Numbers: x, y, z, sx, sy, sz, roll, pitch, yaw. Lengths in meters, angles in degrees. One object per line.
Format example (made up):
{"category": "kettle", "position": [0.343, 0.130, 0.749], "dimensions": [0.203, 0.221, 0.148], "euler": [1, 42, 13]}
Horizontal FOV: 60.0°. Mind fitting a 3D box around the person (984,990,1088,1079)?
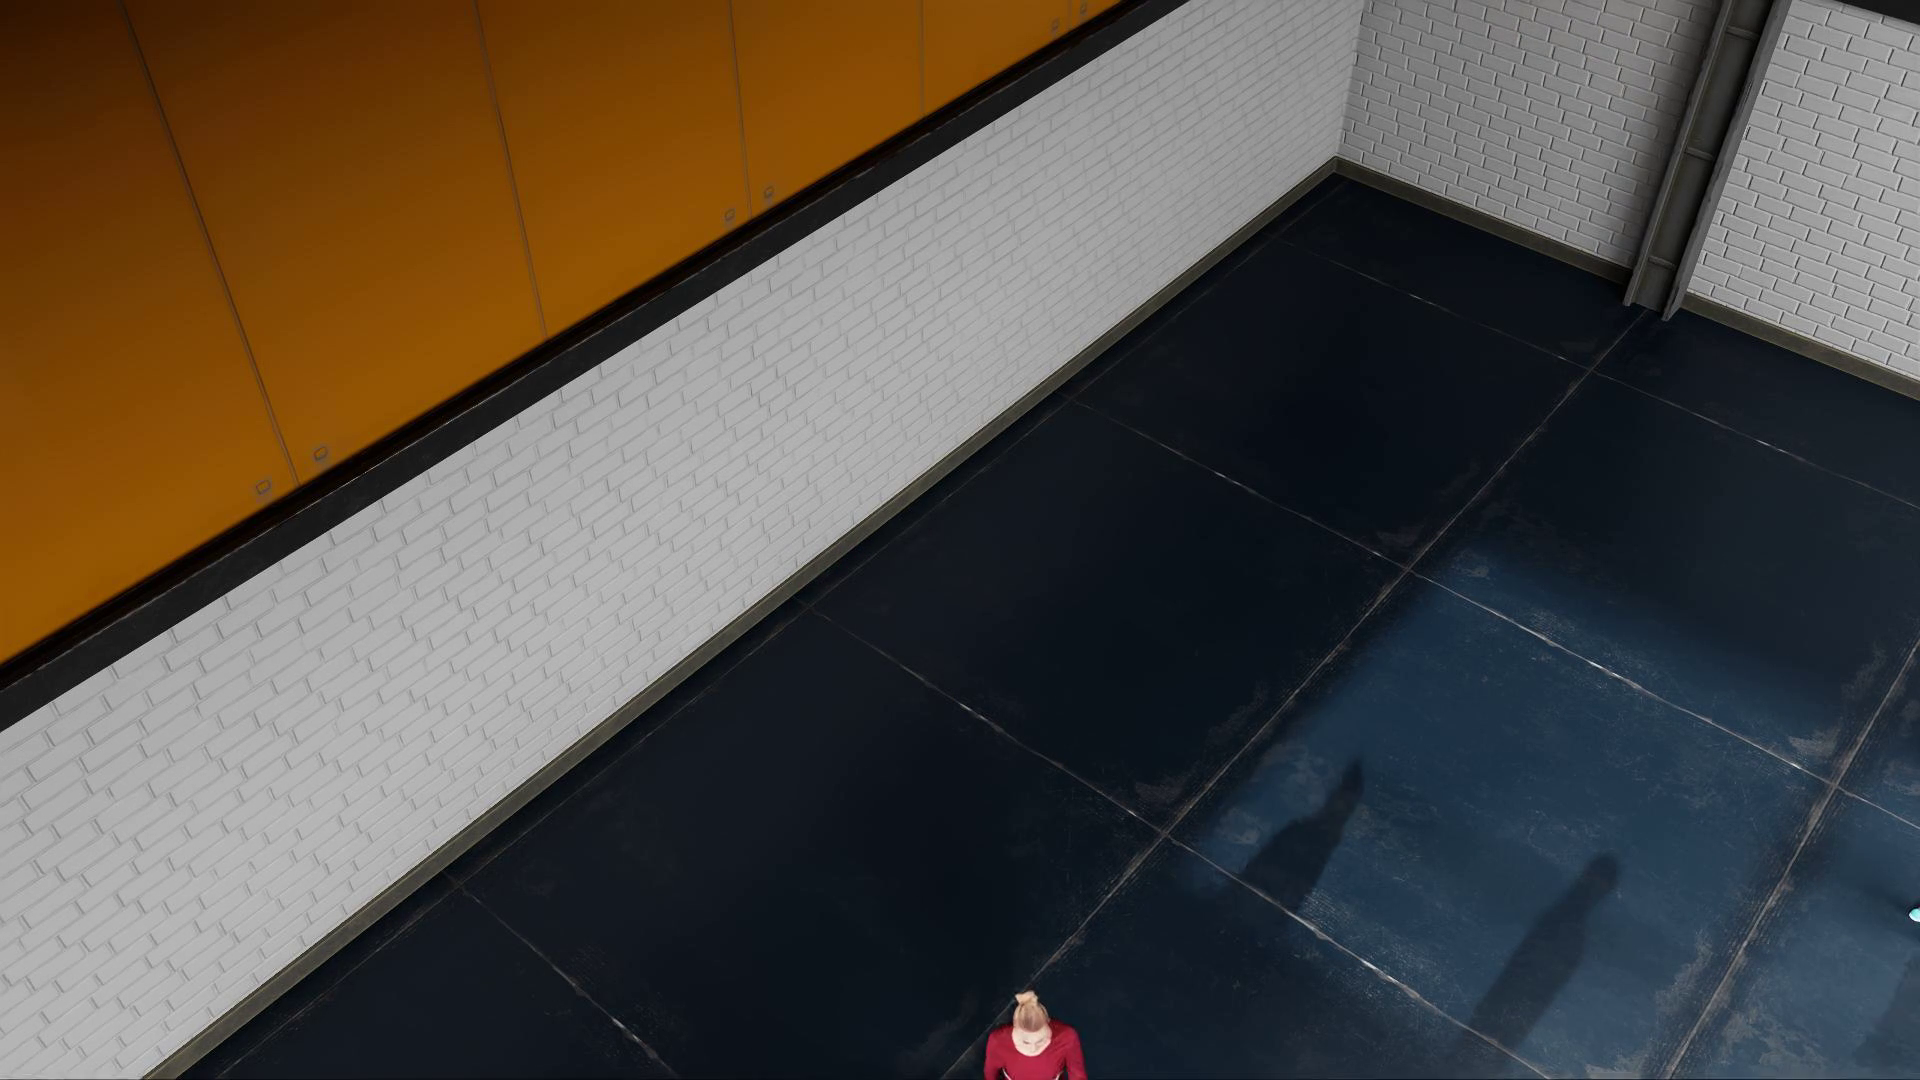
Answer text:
{"category": "person", "position": [0.341, 2.612, 8.070], "dimensions": [0.997, 1.661, 1.130], "euler": [-9, 44, -10]}
